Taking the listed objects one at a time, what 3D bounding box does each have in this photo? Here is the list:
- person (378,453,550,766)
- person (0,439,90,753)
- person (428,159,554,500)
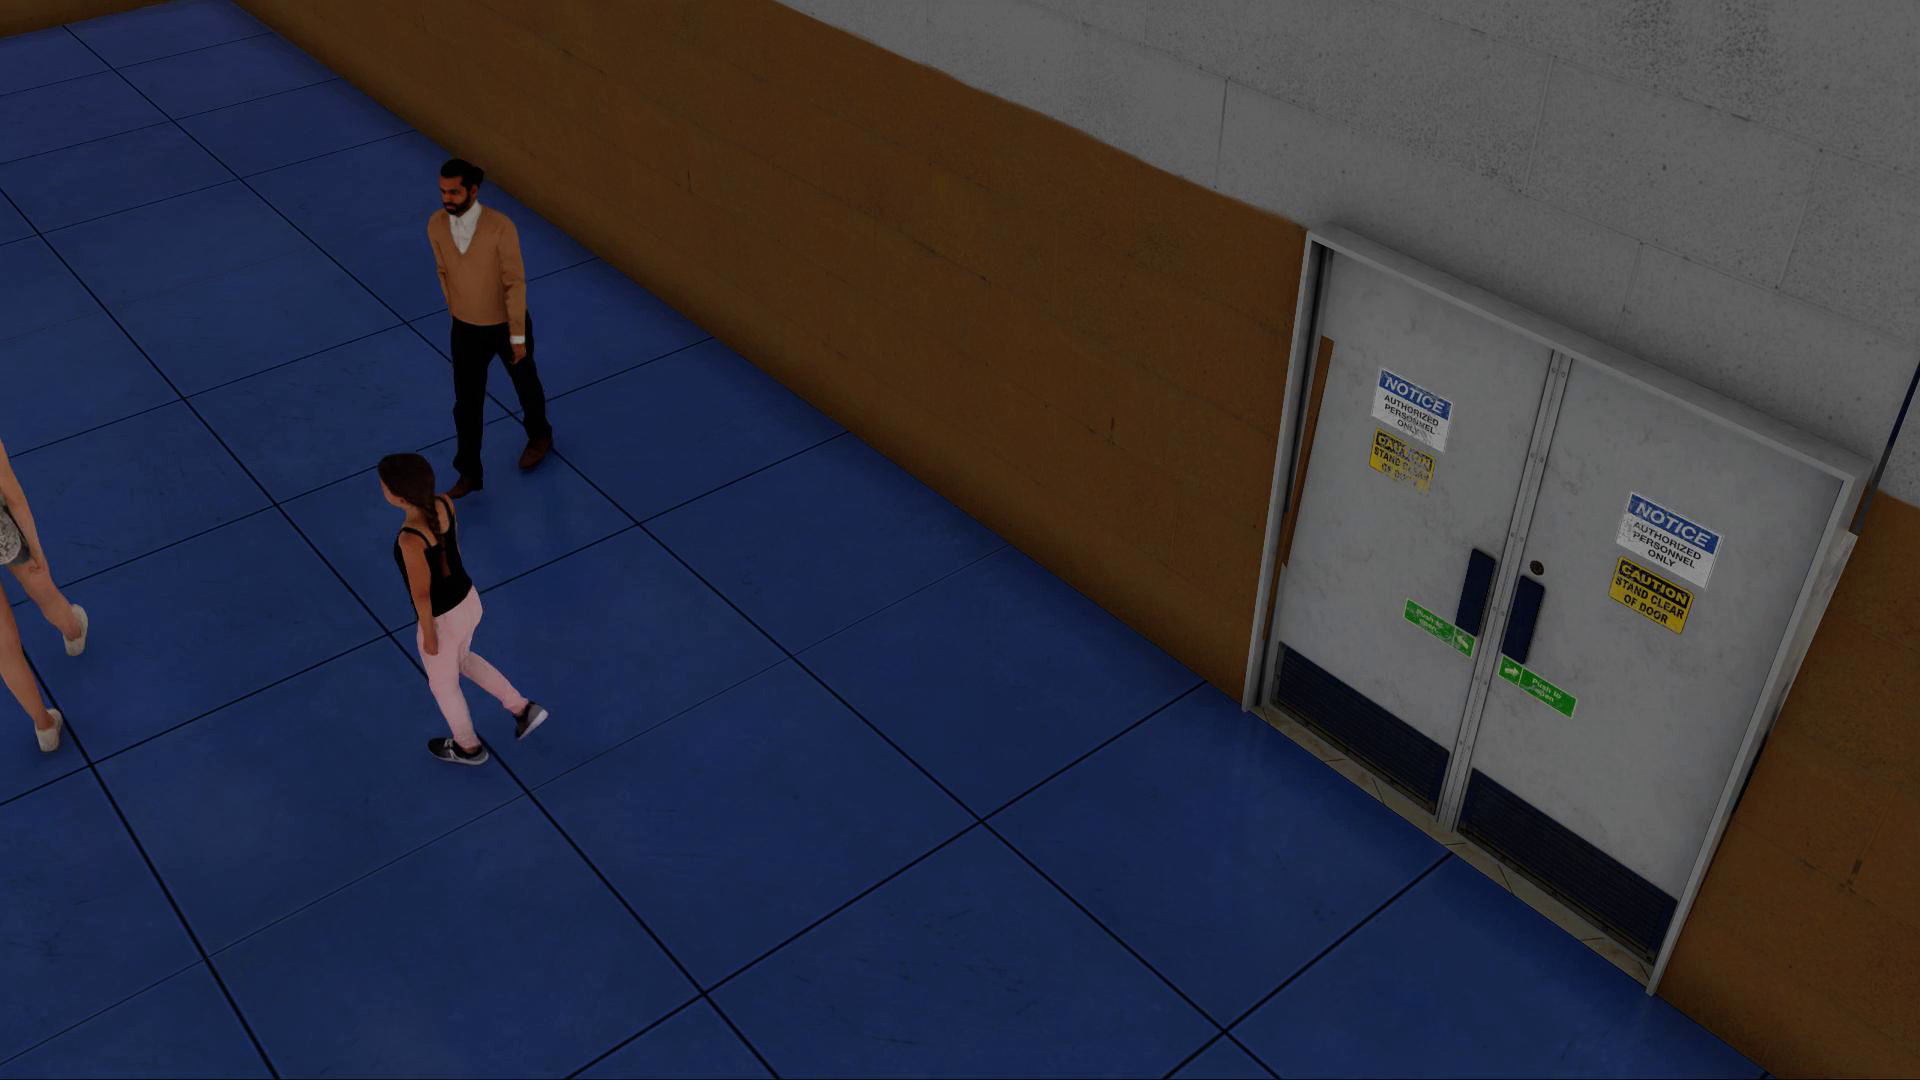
[{"bbox_3d":[-1.968,0.299,6.580,0.808,1.554,0.787,9,38,11],"label":"person"},{"bbox_3d":[-3.903,0.123,6.677,1.071,1.719,0.874,-13,39,-16],"label":"person"},{"bbox_3d":[-2.295,-1.109,8.315,1.024,1.724,1.131,7,37,9],"label":"person"}]
